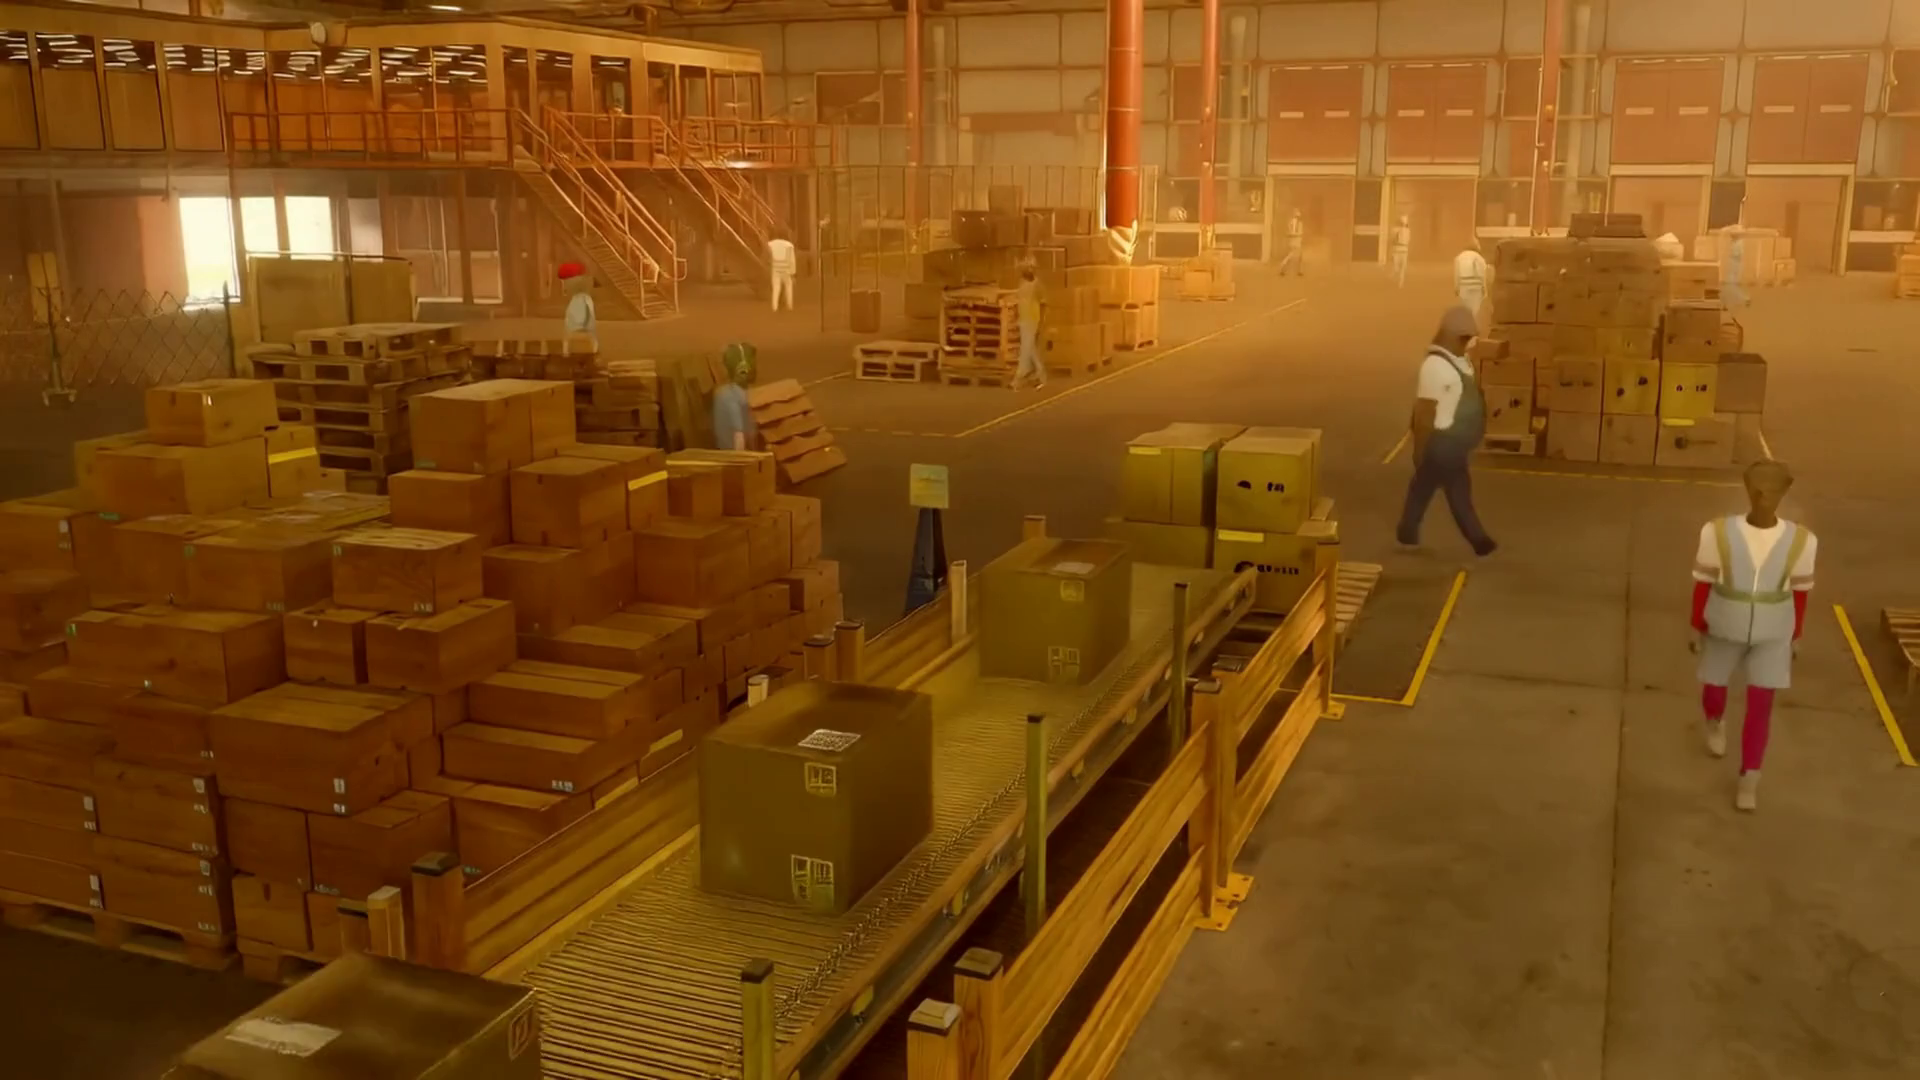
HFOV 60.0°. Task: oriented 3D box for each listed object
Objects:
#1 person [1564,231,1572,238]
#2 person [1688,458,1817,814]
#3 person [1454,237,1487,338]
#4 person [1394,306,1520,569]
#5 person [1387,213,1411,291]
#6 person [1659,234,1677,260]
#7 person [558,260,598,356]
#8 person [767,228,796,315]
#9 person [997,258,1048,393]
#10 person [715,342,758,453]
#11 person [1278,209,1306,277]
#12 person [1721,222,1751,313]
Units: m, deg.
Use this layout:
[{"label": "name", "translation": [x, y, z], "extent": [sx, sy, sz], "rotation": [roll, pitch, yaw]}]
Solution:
[{"label": "person", "translation": [11.052, -4.596, 29.920], "extent": [0.788, 1.952, 0.651], "rotation": [-3, 13, -14]}, {"label": "person", "translation": [3.812, 0.412, 8.052], "extent": [0.538, 1.679, 0.703], "rotation": [5, 14, 22]}, {"label": "person", "translation": [9.118, -4.500, 29.799], "extent": [0.559, 1.811, 0.691], "rotation": [-10, 16, -37]}, {"label": "person", "translation": [3.831, -0.805, 12.694], "extent": [1.029, 2.000, 0.700], "rotation": [6, 14, 26]}, {"label": "person", "translation": [10.958, -7.166, 41.474], "extent": [0.628, 1.929, 0.478], "rotation": [-6, 14, -25]}, {"label": "person", "translation": [12.572, -4.569, 29.963], "extent": [0.994, 1.881, 0.582], "rotation": [8, 15, 33]}, {"label": "person", "translation": [-4.176, -2.043, 18.246], "extent": [0.391, 2.040, 0.615], "rotation": [0, 13, -2]}, {"label": "person", "translation": [-3.728, -5.620, 34.874], "extent": [0.638, 1.793, 0.986], "rotation": [2, 13, 9]}, {"label": "person", "translation": [0.863, -2.920, 22.689], "extent": [0.942, 1.818, 0.526], "rotation": [-7, 15, -30]}, {"label": "person", "translation": [-1.605, -0.466, 11.629], "extent": [0.796, 1.845, 0.527], "rotation": [-6, 14, -25]}, {"label": "person", "translation": [9.486, -8.466, 47.385], "extent": [0.554, 1.908, 0.938], "rotation": [-9, 15, -35]}, {"label": "person", "translation": [16.345, -5.710, 34.986], "extent": [0.521, 1.912, 0.619], "rotation": [3, 13, 13]}]
